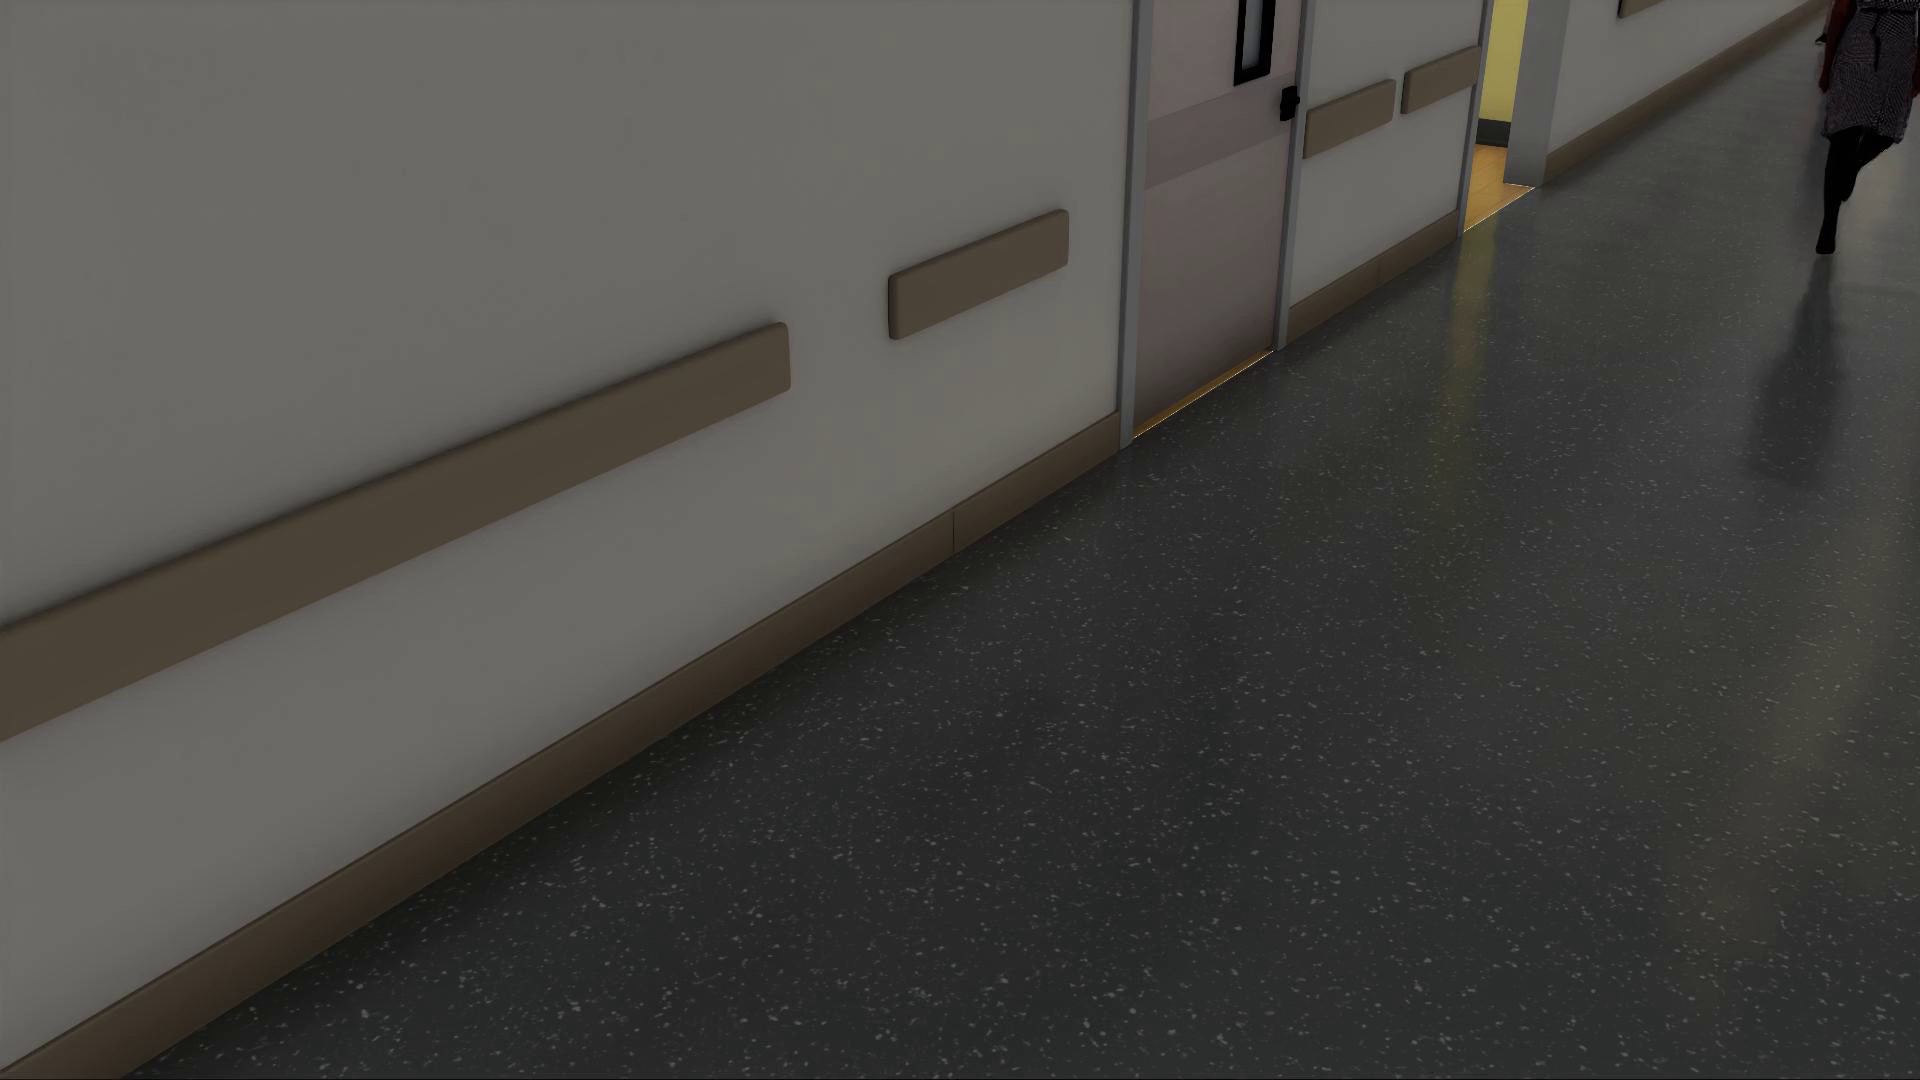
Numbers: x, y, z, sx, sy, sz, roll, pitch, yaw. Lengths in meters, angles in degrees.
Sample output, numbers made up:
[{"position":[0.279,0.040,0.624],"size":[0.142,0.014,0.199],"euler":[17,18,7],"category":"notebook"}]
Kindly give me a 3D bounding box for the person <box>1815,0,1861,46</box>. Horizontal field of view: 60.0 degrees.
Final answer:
[{"position":[7.502,-4.863,13.863],"size":[0.411,1.439,0.585],"euler":[15,29,28],"category":"person"}]

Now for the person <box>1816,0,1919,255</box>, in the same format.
[{"position":[4.506,-2.316,8.203],"size":[0.953,1.767,0.806],"euler":[11,28,22],"category":"person"}]
